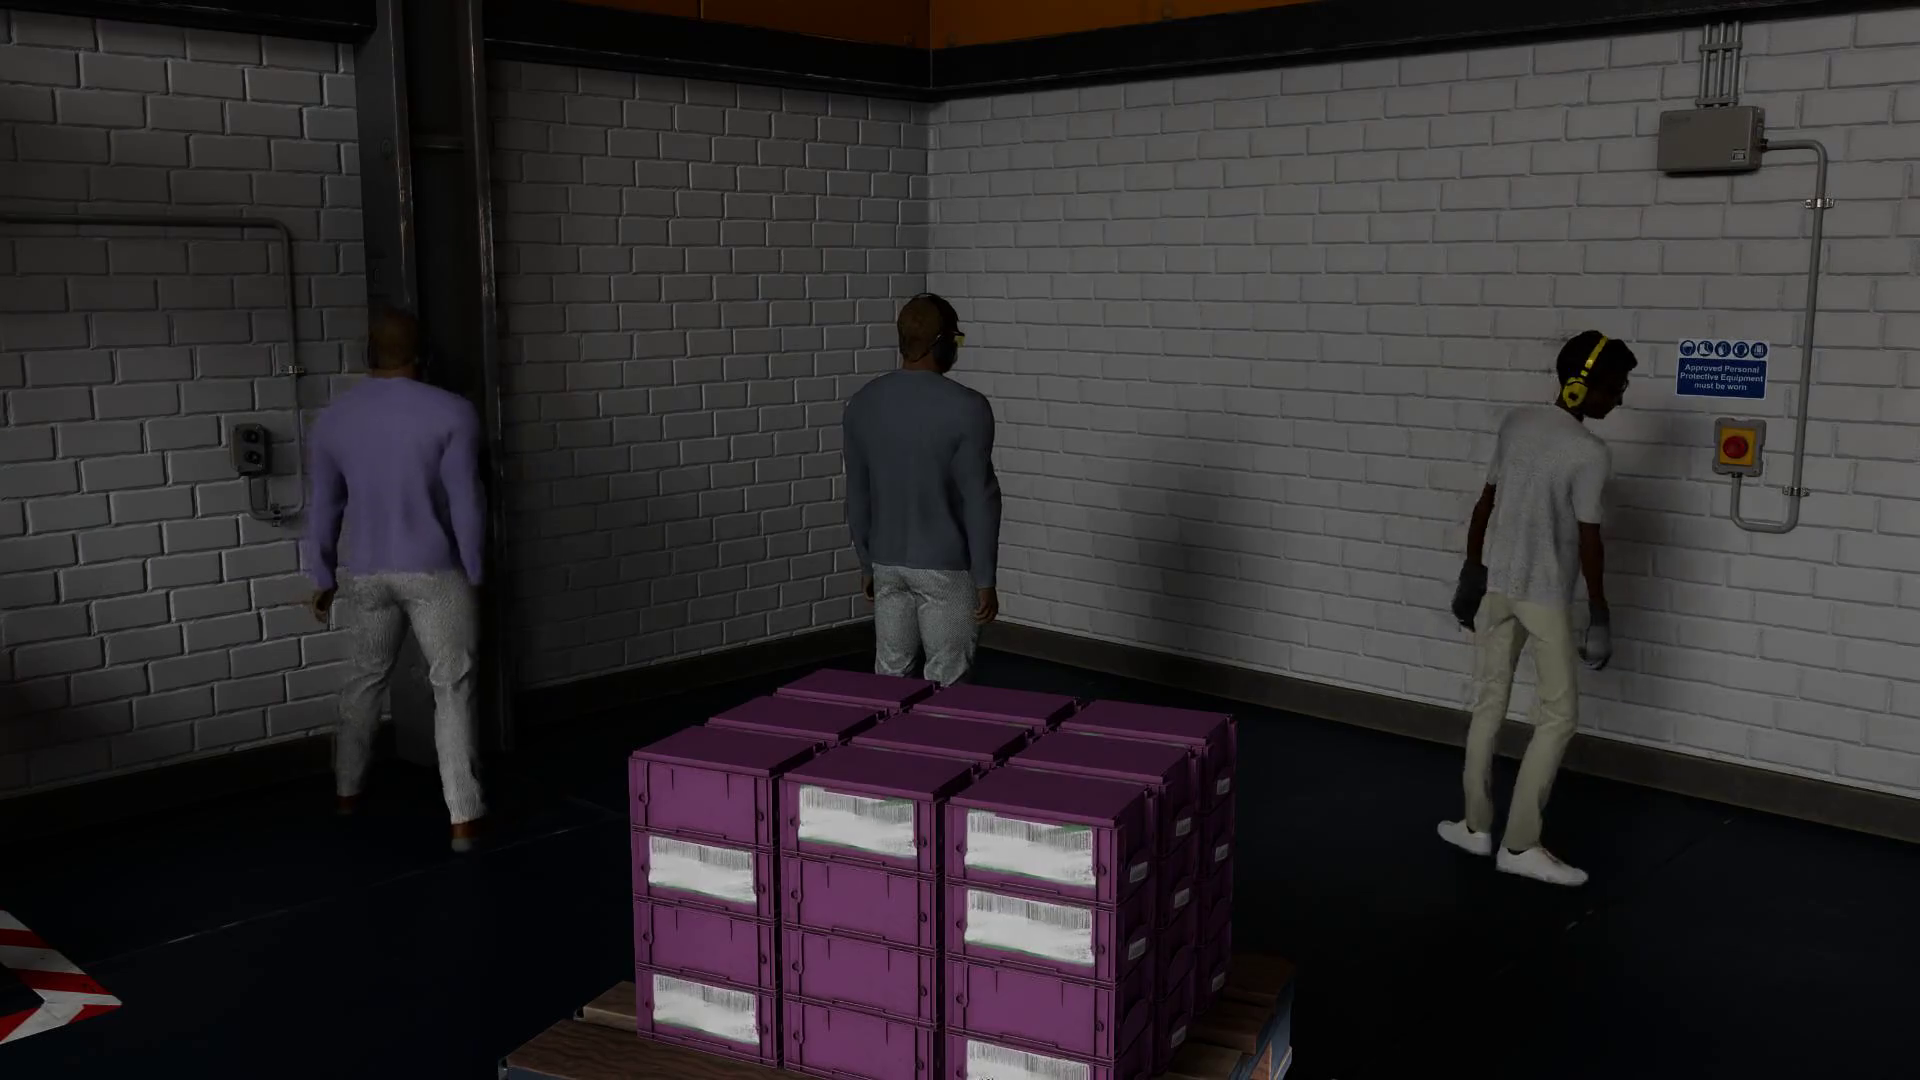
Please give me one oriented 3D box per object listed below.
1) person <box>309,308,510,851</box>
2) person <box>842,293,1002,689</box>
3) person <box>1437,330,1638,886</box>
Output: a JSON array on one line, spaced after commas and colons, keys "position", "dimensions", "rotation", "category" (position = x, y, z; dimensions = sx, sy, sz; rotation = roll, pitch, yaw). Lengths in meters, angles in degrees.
[{"position": [-2.026, 0.121, 5.992], "dimensions": [0.799, 1.887, 0.568], "rotation": [2, 10, 13], "category": "person"}, {"position": [-0.121, 0.107, 5.868], "dimensions": [0.631, 1.939, 0.370], "rotation": [6, 11, 34], "category": "person"}, {"position": [1.905, 0.206, 5.621], "dimensions": [0.338, 1.832, 0.673], "rotation": [-4, 10, -25], "category": "person"}]
